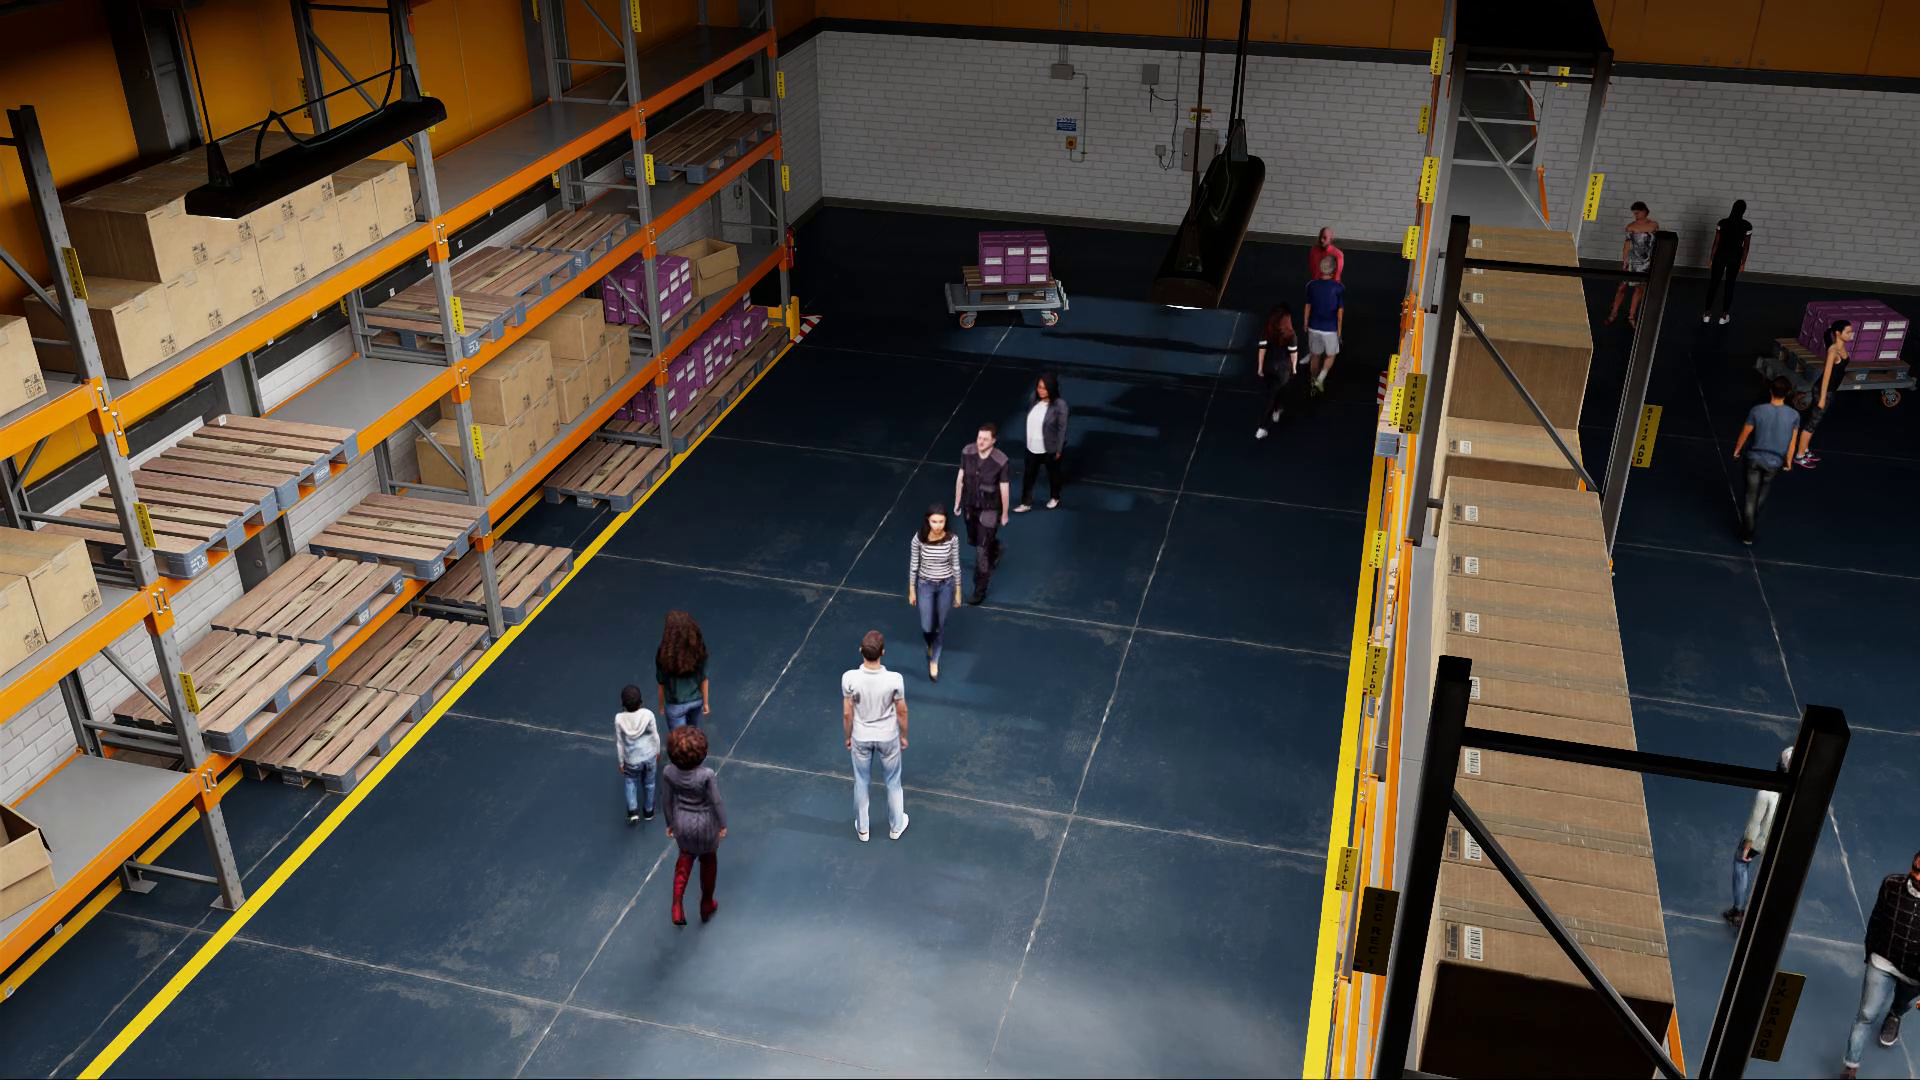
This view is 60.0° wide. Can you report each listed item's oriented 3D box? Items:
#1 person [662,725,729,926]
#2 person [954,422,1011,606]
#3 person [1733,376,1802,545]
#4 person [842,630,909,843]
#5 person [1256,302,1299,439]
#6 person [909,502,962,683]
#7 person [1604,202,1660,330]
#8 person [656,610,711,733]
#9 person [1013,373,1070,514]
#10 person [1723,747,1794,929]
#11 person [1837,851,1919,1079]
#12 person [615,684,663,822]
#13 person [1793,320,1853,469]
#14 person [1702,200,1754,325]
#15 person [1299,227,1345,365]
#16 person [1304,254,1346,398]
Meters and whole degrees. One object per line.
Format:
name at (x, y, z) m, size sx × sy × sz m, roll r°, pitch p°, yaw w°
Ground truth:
person at (-1.923, 2.108, 11.931) m, size 0.579 × 1.698 × 0.762 m, roll 7°, pitch 29°, yaw 12°
person at (0.260, -0.332, 16.274) m, size 0.968 × 1.823 × 1.214 m, roll 19°, pitch 34°, yaw 30°
person at (8.303, -0.787, 17.150) m, size 0.696 × 1.783 × 1.000 m, roll 8°, pitch 30°, yaw 15°
person at (-0.651, 1.523, 12.844) m, size 0.696 × 1.851 × 0.628 m, roll 0°, pitch 29°, yaw 0°
person at (3.686, -1.953, 19.484) m, size 0.821 × 1.594 × 1.184 m, roll 16°, pitch 32°, yaw 26°
person at (-0.229, 0.431, 14.915) m, size 0.730 × 1.785 × 0.772 m, roll -4°, pitch 29°, yaw -7°
person at (9.213, -3.717, 22.506) m, size 0.729 × 1.797 × 0.687 m, roll -8°, pitch 30°, yaw -14°
person at (-2.215, 1.343, 13.441) m, size 0.919 × 1.596 × 1.006 m, roll -12°, pitch 31°, yaw -22°
person at (0.962, -1.058, 17.869) m, size 0.828 × 1.571 × 0.975 m, roll 17°, pitch 33°, yaw 28°
person at (5.790, 2.203, 11.826) m, size 0.605 × 1.632 × 0.621 m, roll 3°, pitch 29°, yaw 6°
person at (6.136, 2.703, 10.767) m, size 0.988 × 1.768 × 1.329 m, roll 21°, pitch 35°, yaw 33°
person at (-2.532, 1.716, 13.116) m, size 0.575 × 1.251 × 0.627 m, roll -4°, pitch 29°, yaw -7°
person at (9.786, -1.681, 18.846) m, size 0.702 × 1.729 × 0.593 m, roll 22°, pitch 35°, yaw 34°
person at (10.501, -3.818, 22.763) m, size 0.659 × 1.729 × 0.626 m, roll 13°, pitch 31°, yaw 23°
person at (4.753, -3.211, 21.576) m, size 1.012 × 1.800 × 1.197 m, roll 23°, pitch 36°, yaw 36°
person at (4.437, -2.577, 20.388) m, size 0.724 × 1.824 × 0.836 m, roll 14°, pitch 31°, yaw 23°
